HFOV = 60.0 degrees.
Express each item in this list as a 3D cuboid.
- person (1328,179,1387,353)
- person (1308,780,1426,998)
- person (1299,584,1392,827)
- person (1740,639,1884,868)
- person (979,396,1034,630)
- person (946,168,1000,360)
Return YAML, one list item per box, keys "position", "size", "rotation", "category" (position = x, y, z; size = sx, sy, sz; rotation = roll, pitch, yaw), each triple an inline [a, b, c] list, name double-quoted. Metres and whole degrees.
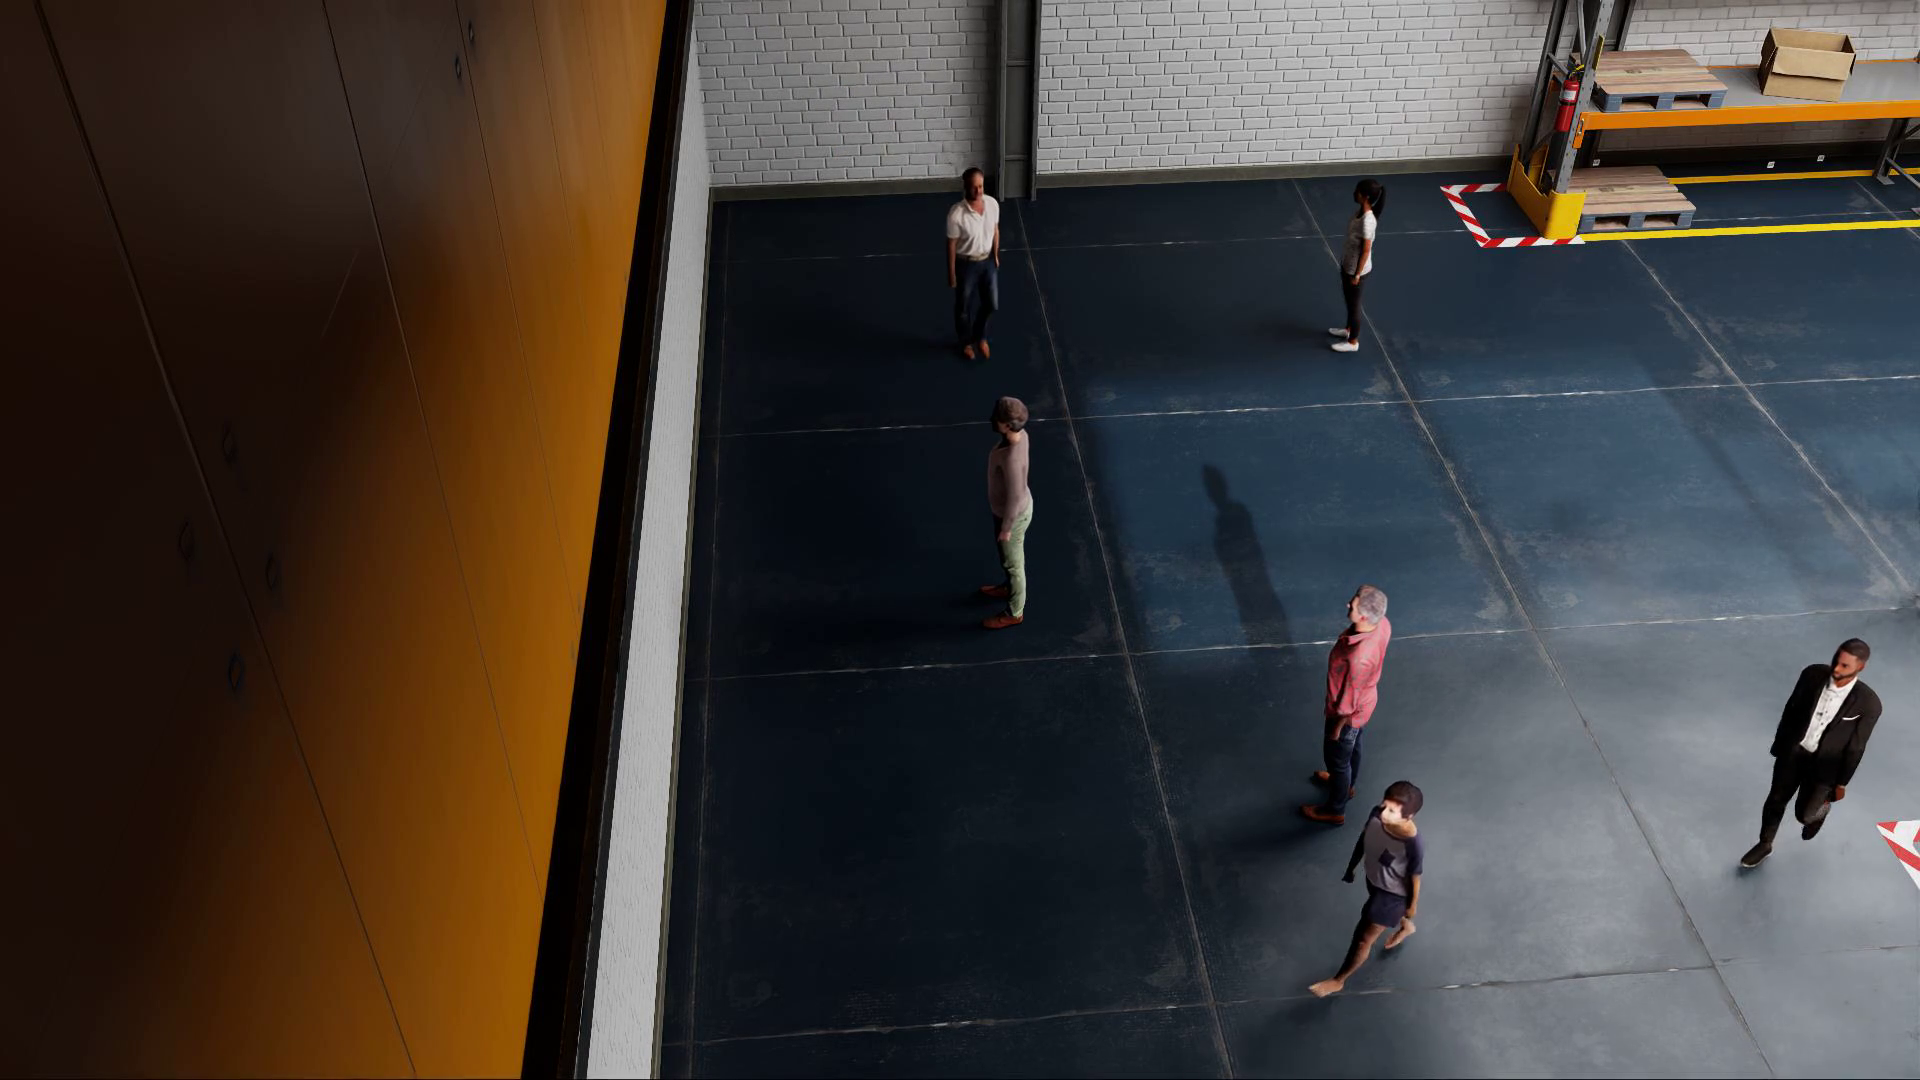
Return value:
- position: [3.515, -2.433, 14.702]
  size: [0.581, 1.645, 0.612]
  rotation: [5, 39, 6]
  category: "person"
- position: [2.459, 1.903, 9.373]
  size: [1.108, 1.520, 0.798]
  rotation: [-16, 41, -19]
  category: "person"
- position: [2.412, 1.004, 10.249]
  size: [0.756, 1.831, 0.764]
  rotation: [18, 42, 21]
  category: "person"
- position: [5.153, 1.269, 9.953]
  size: [1.006, 1.788, 0.904]
  rotation: [-24, 45, -27]
  category: "person"
- position: [0.355, -0.208, 11.732]
  size: [0.615, 1.875, 0.685]
  rotation: [0, 39, 0]
  category: "person"
- position: [0.074, -2.463, 14.580]
  size: [0.718, 1.845, 0.833]
  rotation: [-15, 41, -18]
  category: "person"
